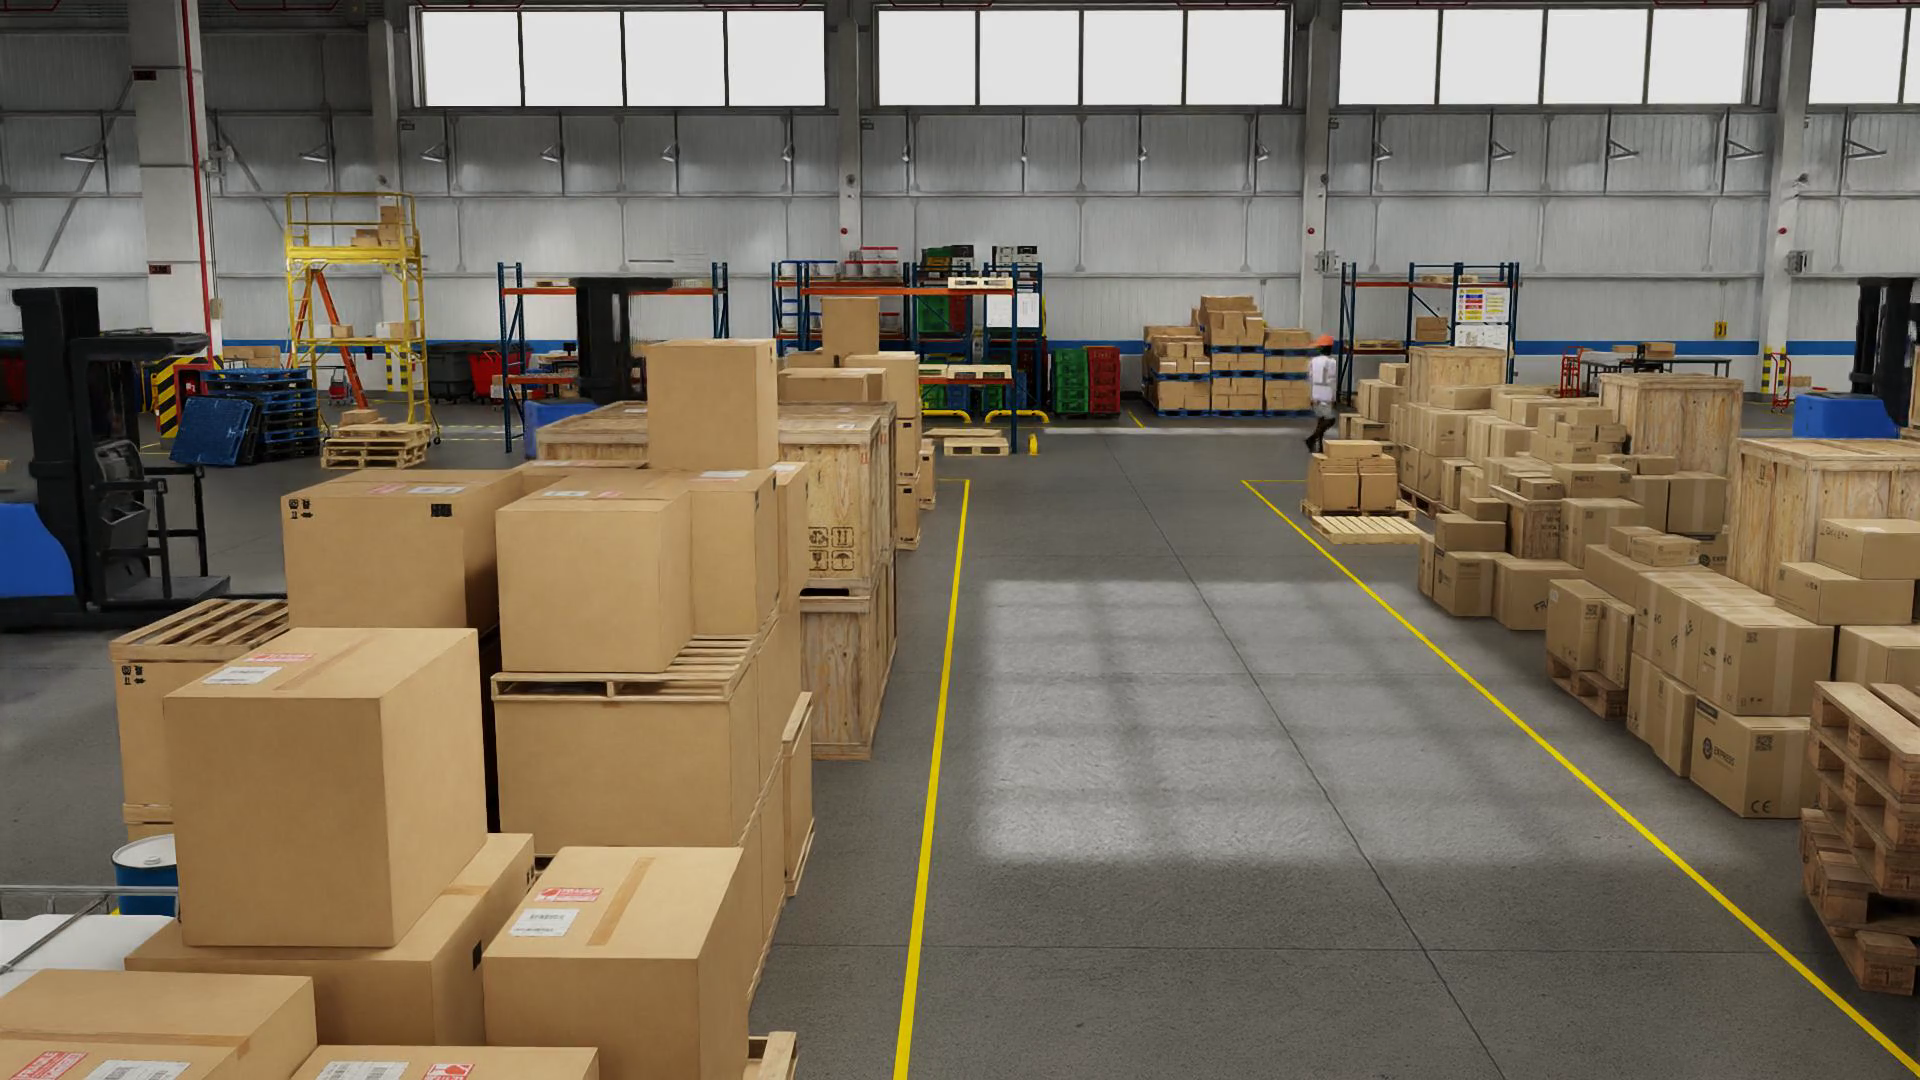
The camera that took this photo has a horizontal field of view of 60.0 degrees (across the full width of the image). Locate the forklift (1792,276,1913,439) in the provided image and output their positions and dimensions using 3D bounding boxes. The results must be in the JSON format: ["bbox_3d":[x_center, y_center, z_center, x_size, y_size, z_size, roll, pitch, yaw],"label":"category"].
[{"bbox_3d":[13.316,-2.428,24.178,1.873,2.768,1.129,0,9,1],"label":"forklift"}]

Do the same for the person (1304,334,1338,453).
[{"bbox_3d":[5.622,-2.233,25.874,0.550,1.926,0.570,-5,11,-29],"label":"person"}]

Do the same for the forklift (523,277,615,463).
[{"bbox_3d":[-5.174,-2.320,23.532,1.873,2.768,1.129,-5,11,-26],"label":"forklift"}]

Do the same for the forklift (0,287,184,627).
[{"bbox_3d":[-7.451,-0.717,13.927,1.873,2.768,1.129,-1,10,-8],"label":"forklift"}]
